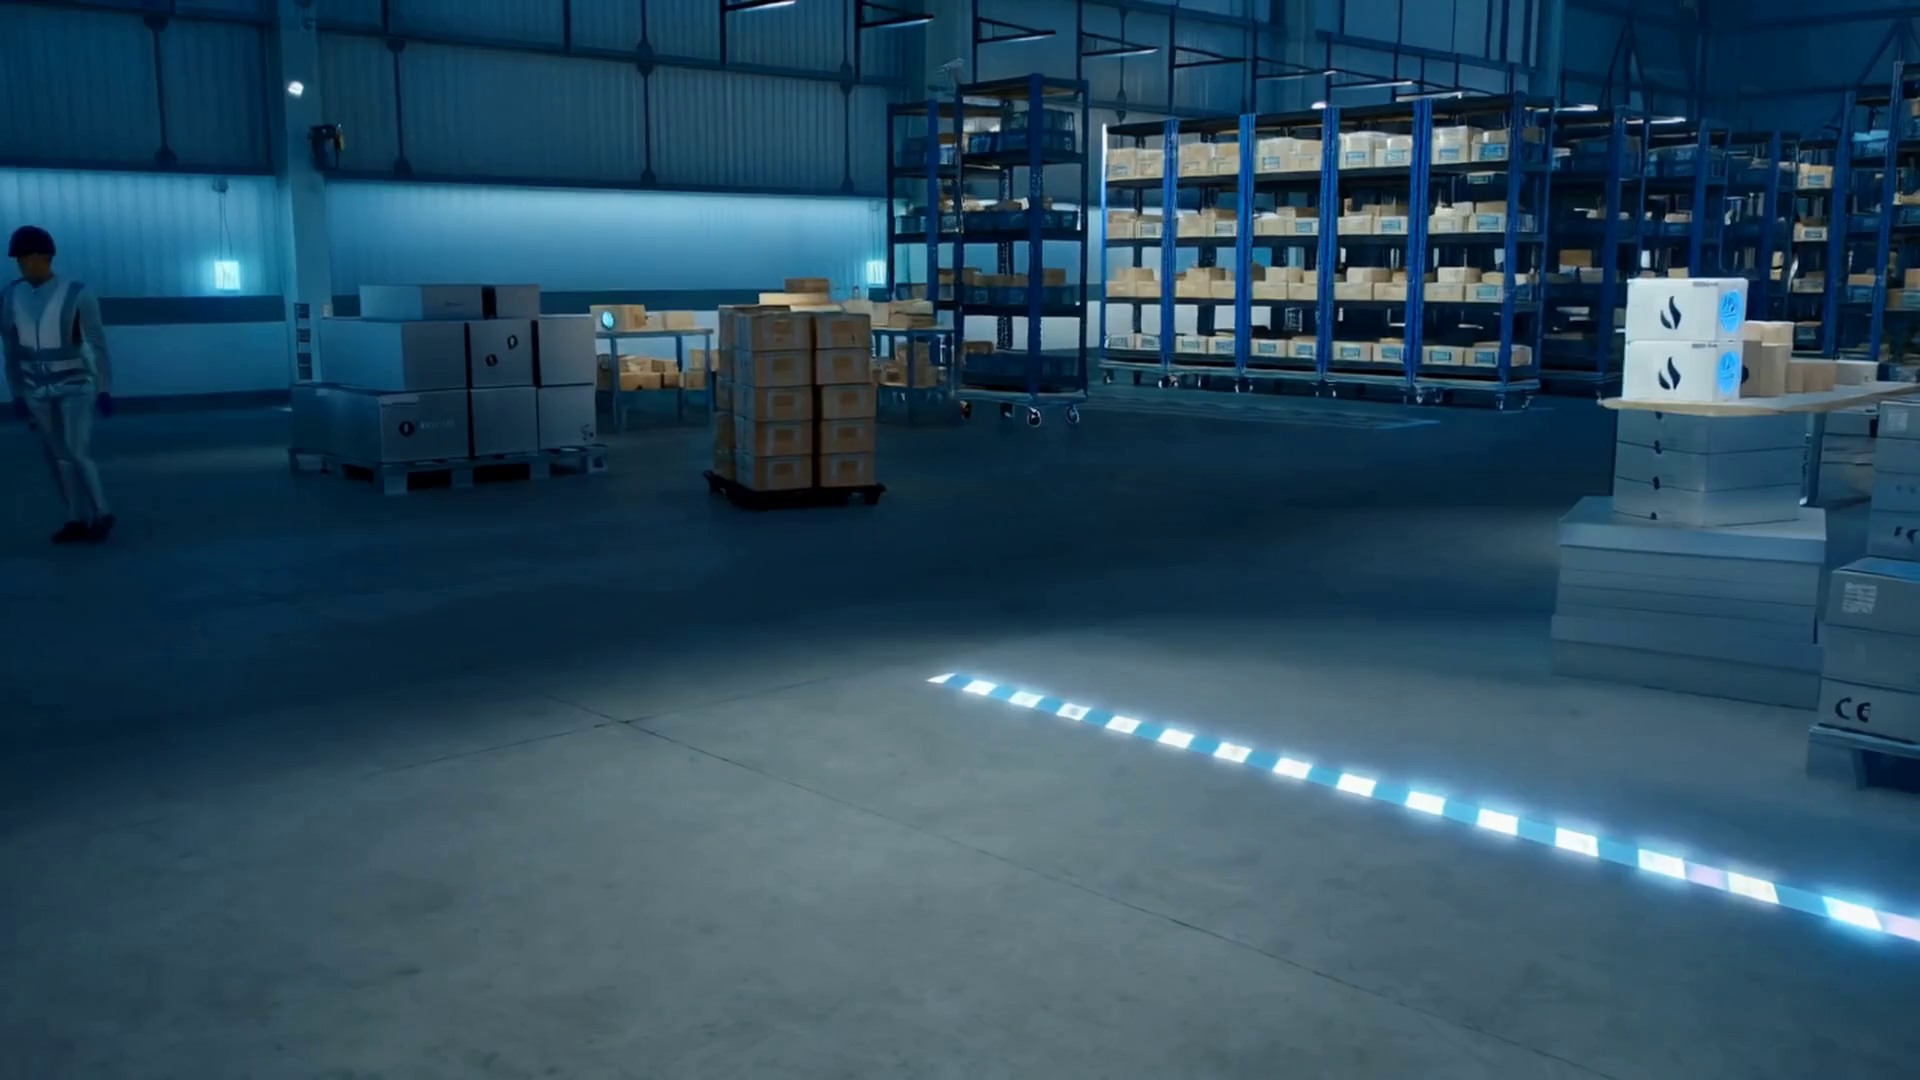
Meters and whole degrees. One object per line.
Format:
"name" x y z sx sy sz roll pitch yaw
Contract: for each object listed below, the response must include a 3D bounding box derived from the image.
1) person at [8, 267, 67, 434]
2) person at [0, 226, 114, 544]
"person" -9.156 -1.969 16.634 0.644 1.832 0.431 -4 10 -22
"person" -5.419 -0.908 9.986 0.617 1.916 0.545 1 9 4
